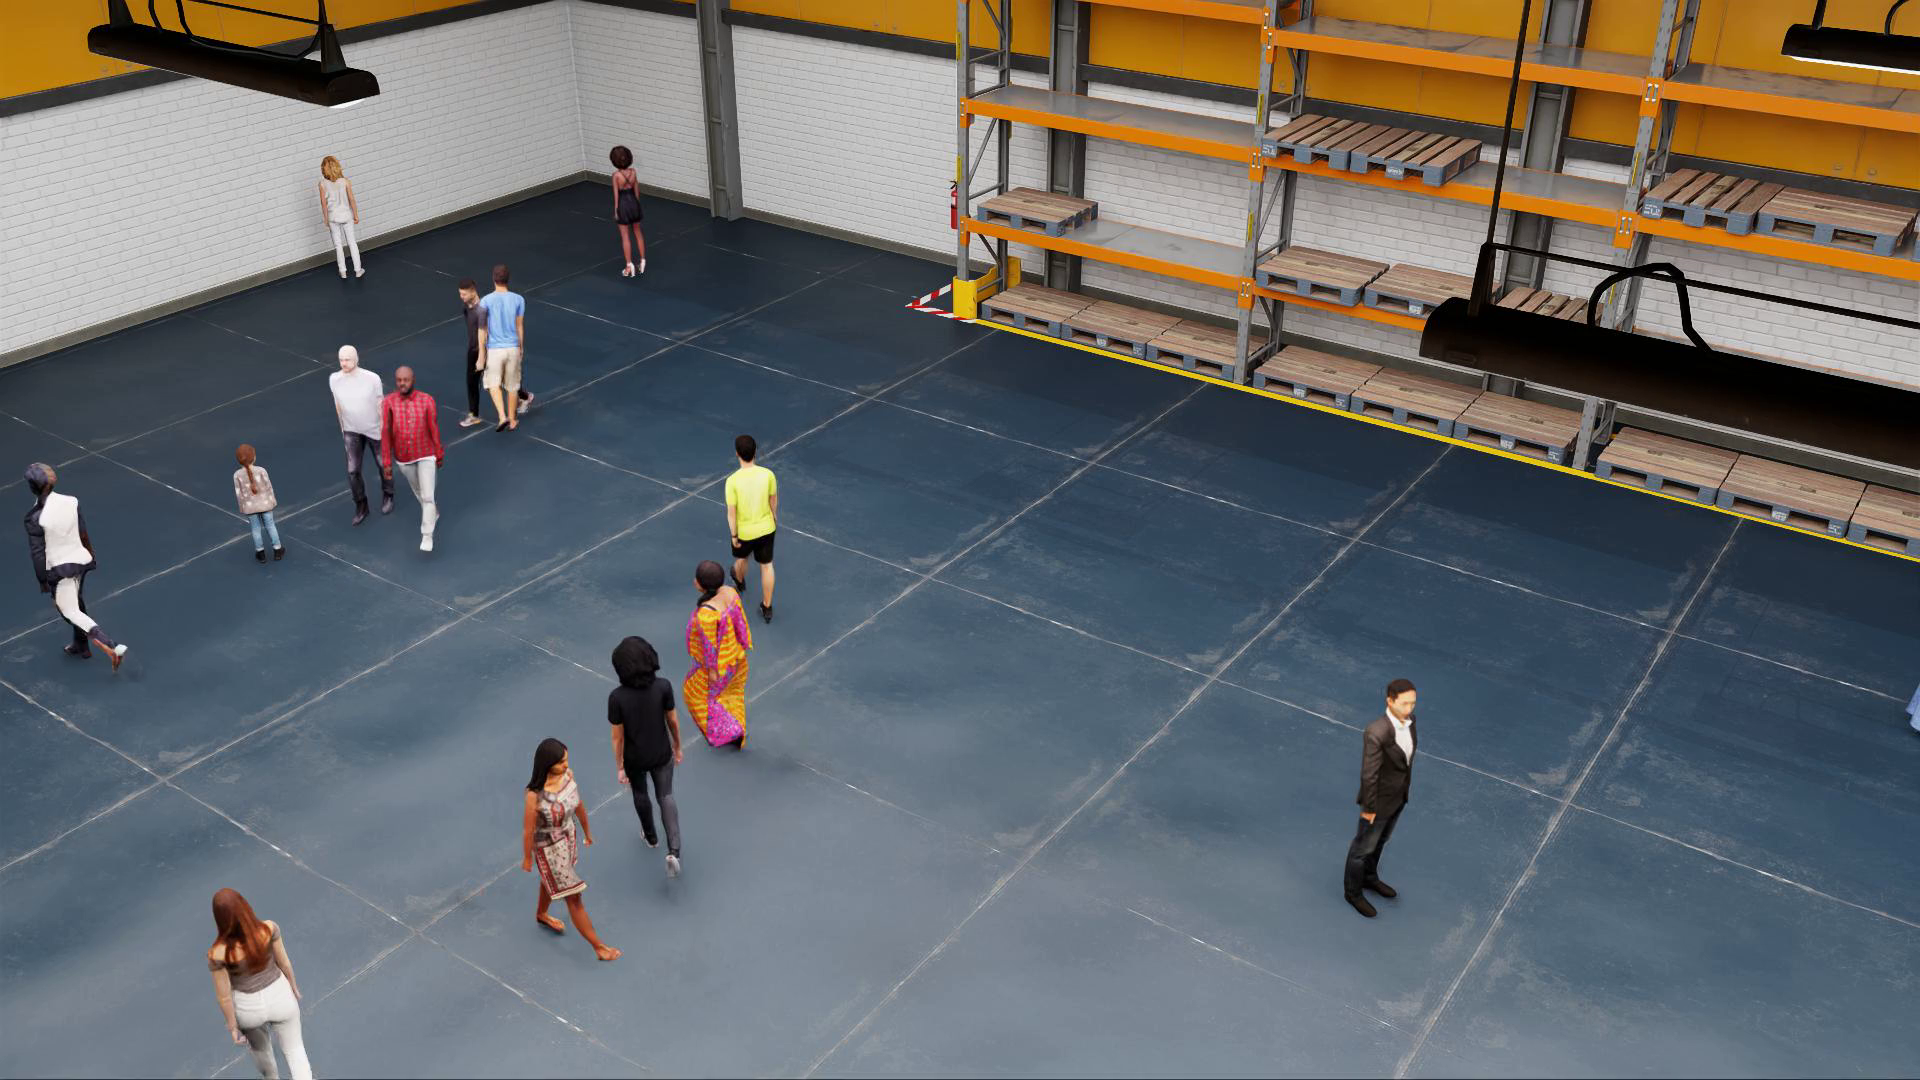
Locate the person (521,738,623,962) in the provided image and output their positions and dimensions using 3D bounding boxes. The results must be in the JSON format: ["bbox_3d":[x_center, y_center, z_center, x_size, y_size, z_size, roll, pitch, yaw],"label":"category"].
[{"bbox_3d":[-2.732,1.986,10.978,1.098,1.603,0.739,15,32,25],"label":"person"}]

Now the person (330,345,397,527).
[{"bbox_3d":[-5.839,-1.115,16.446,0.927,1.810,0.972,-2,29,-3],"label":"person"}]

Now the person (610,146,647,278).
[{"bbox_3d":[-4.517,-4.476,22.631,0.603,1.789,0.591,-24,37,-37],"label":"person"}]

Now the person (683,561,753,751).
[{"bbox_3d":[-1.841,0.899,12.912,0.763,1.660,0.701,12,31,21],"label":"person"}]

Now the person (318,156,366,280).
[{"bbox_3d":[-8.430,-4.392,22.601,0.687,1.670,0.722,-8,30,-15],"label":"person"}]

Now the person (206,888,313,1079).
[{"bbox_3d":[-3.947,2.725,9.521,0.810,1.701,1.087,-20,34,-32],"label":"person"}]

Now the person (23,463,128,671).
[{"bbox_3d":[-7.396,0.257,13.867,1.178,1.871,0.858,11,30,19],"label":"person"}]

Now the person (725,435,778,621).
[{"bbox_3d":[-1.794,-0.078,14.695,1.015,1.667,1.137,-8,30,-15],"label":"person"}]

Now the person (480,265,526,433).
[{"bbox_3d":[-4.939,-2.033,18.105,0.927,1.834,0.998,-15,32,-26],"label":"person"}]

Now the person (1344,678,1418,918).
[{"bbox_3d":[2.860,1.706,11.284,0.599,1.801,0.717,26,38,38],"label":"person"}]

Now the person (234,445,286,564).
[{"bbox_3d":[-6.626,-0.343,15.676,0.560,1.192,0.598,-10,30,-18],"label":"person"}]

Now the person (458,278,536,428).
[{"bbox_3d":[-5.150,-2.063,18.277,0.783,1.721,1.052,-25,37,-38],"label":"person"}]

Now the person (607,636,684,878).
[{"bbox_3d":[-2.166,1.535,11.594,0.989,1.805,1.136,-11,30,-19],"label":"person"}]

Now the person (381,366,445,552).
[{"bbox_3d":[-5.229,-0.844,15.984,1.204,1.778,1.180,-1,29,-2],"label":"person"}]
